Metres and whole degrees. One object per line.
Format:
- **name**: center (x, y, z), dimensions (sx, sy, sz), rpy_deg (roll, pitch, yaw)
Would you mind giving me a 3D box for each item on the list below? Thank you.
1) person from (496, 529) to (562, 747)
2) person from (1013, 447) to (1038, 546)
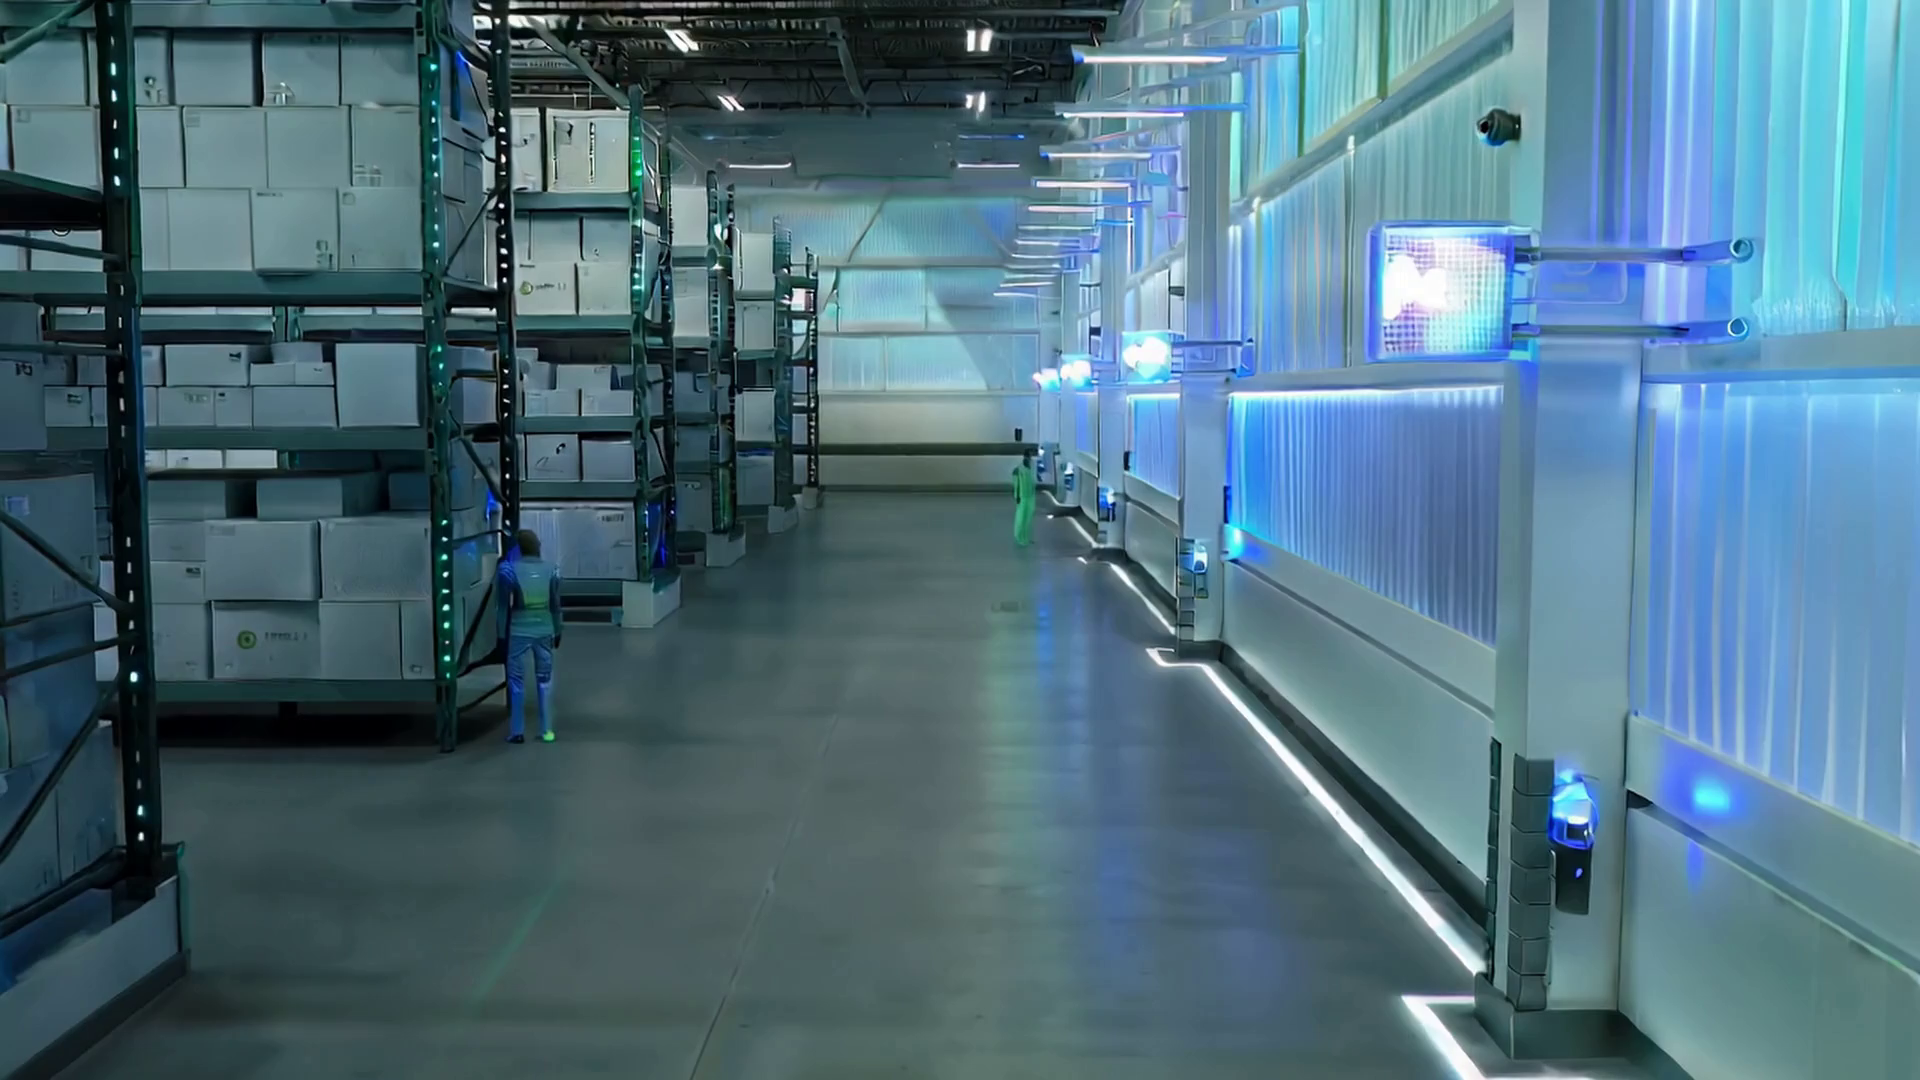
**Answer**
- **person**: center (-3.243, 0.736, 12.557), dimensions (0.522, 1.631, 0.317), rpy_deg (-4, 6, -40)
- **person**: center (1.188, -0.769, 29.377), dimensions (0.342, 1.747, 0.571), rpy_deg (5, 7, 43)
